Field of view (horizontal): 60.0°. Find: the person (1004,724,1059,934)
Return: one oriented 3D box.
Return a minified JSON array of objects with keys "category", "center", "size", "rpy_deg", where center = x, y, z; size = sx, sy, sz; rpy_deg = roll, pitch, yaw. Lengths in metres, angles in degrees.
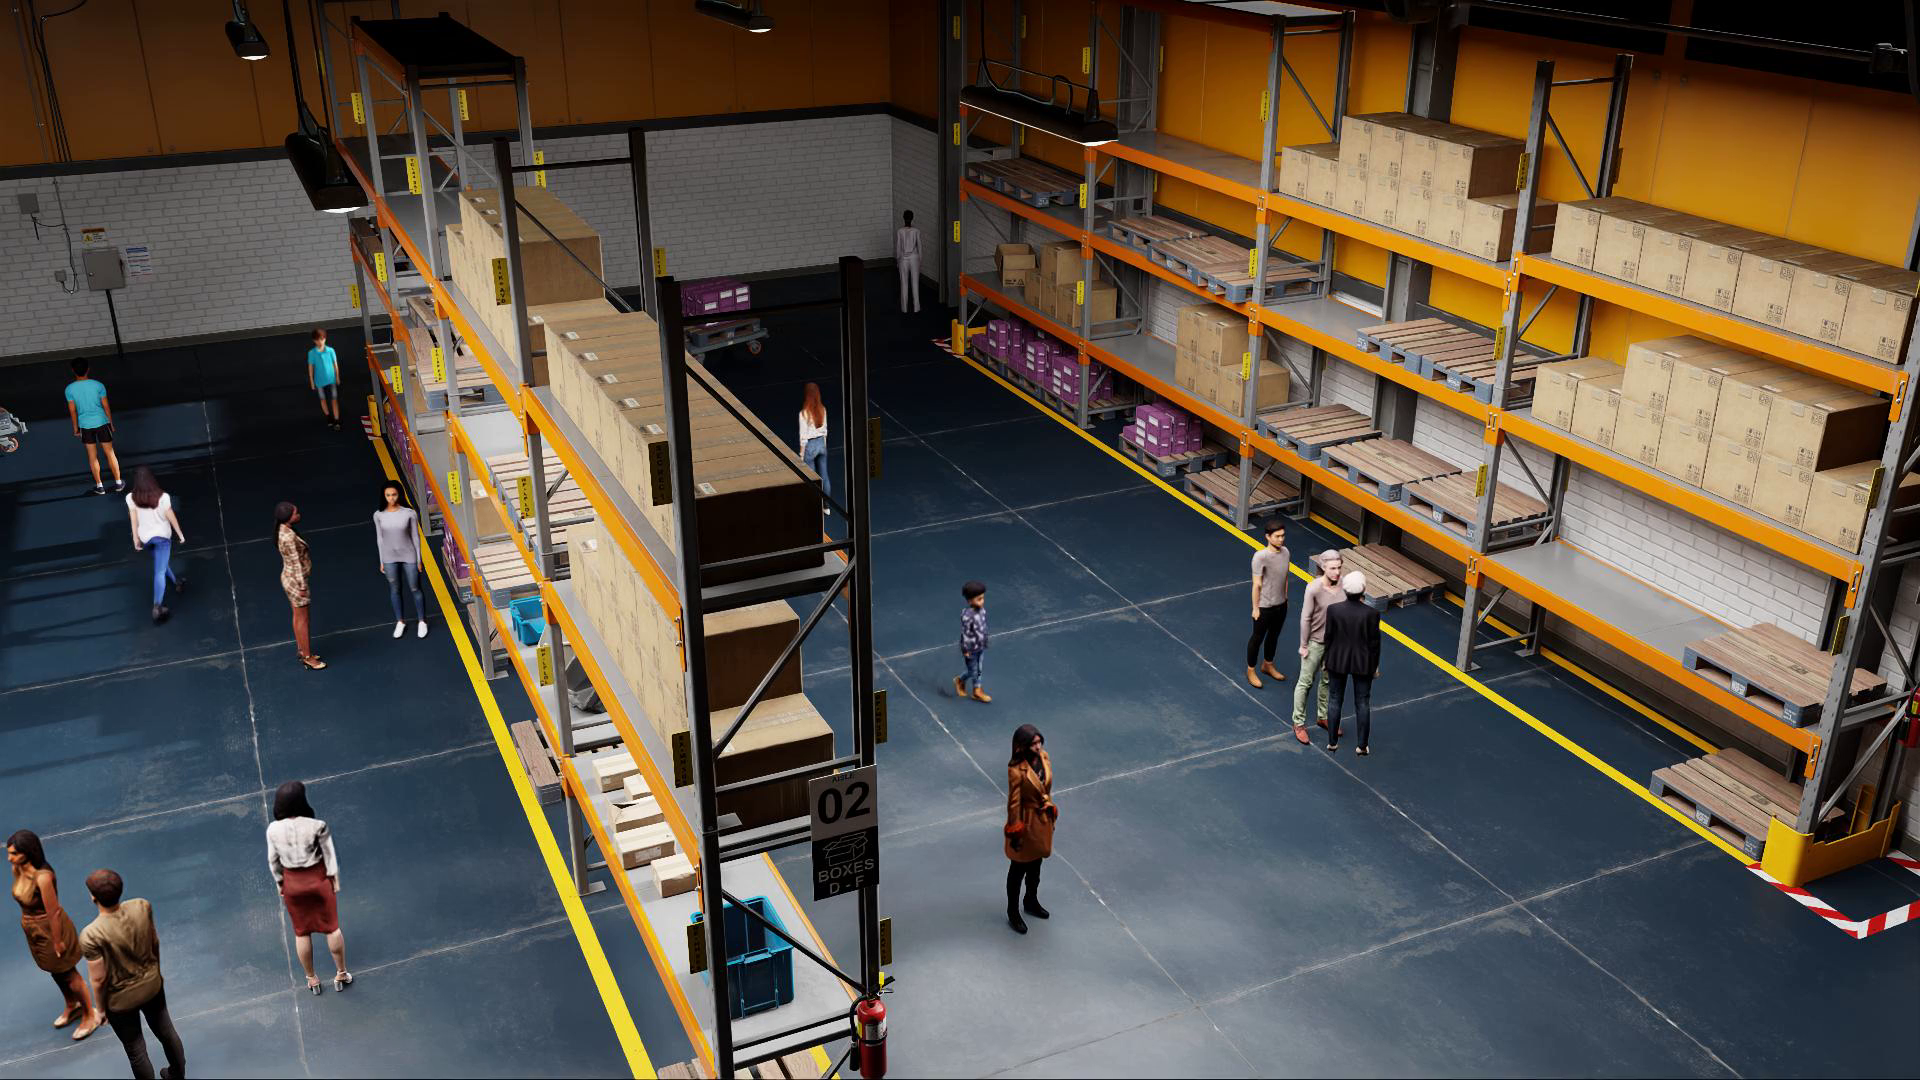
[{"category":"person","center":[0.527,2.186,12.752],"size":[0.725,1.720,0.765],"rpy_deg":[21,31,40]}]

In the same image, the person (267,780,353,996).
[{"category":"person","center":[-4.693,2.507,11.982],"size":[0.645,1.750,0.599],"rpy_deg":[-4,24,-9]}]

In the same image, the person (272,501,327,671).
[{"category":"person","center":[-6.631,0.451,16.630],"size":[0.644,1.794,0.491],"rpy_deg":[-12,27,-26]}]

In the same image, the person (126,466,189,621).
[{"category":"person","center":[-8.575,0.073,17.696],"size":[0.946,1.633,1.218],"rpy_deg":[0,24,0]}]

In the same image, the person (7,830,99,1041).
[{"category":"person","center":[-6.328,2.731,11.553],"size":[0.605,1.683,0.701],"rpy_deg":[14,27,30]}]

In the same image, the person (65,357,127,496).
[{"category":"person","center":[-10.929,-1.444,20.986],"size":[0.612,1.777,0.520],"rpy_deg":[-11,26,-24]}]

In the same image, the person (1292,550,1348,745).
[{"category":"person","center":[3.359,0.948,15.394],"size":[0.680,1.874,0.584],"rpy_deg":[-9,25,-21]}]

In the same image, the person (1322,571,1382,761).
[{"category":"person","center":[3.377,1.055,14.212],"size":[0.830,1.782,0.807],"rpy_deg":[10,25,21]}]

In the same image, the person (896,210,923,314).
[{"category":"person","center":[-0.881,-4.807,28.684],"size":[0.671,1.774,0.666],"rpy_deg":[0,24,0]}]

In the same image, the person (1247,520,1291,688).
[{"category":"person","center":[3.056,0.595,16.389],"size":[0.627,1.723,0.547],"rpy_deg":[-14,27,-28]}]

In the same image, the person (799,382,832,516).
[{"category":"person","center":[-1.774,-1.097,20.253],"size":[0.630,1.728,0.599],"rpy_deg":[-20,30,-37]}]

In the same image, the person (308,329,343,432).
[{"category":"person","center":[-8.903,-2.262,23.305],"size":[0.578,1.418,0.915],"rpy_deg":[-9,25,-19]}]

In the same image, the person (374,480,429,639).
[{"category":"person","center":[-5.815,0.181,17.320],"size":[0.665,1.736,0.642],"rpy_deg":[-2,24,-4]}]

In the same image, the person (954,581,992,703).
[{"category":"person","center":[0.101,0.981,16.100],"size":[0.721,1.246,0.641],"rpy_deg":[17,29,34]}]

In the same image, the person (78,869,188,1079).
[{"category":"person","center":[-5.402,2.940,10.865],"size":[0.779,1.851,0.752],"rpy_deg":[12,26,26]}]
